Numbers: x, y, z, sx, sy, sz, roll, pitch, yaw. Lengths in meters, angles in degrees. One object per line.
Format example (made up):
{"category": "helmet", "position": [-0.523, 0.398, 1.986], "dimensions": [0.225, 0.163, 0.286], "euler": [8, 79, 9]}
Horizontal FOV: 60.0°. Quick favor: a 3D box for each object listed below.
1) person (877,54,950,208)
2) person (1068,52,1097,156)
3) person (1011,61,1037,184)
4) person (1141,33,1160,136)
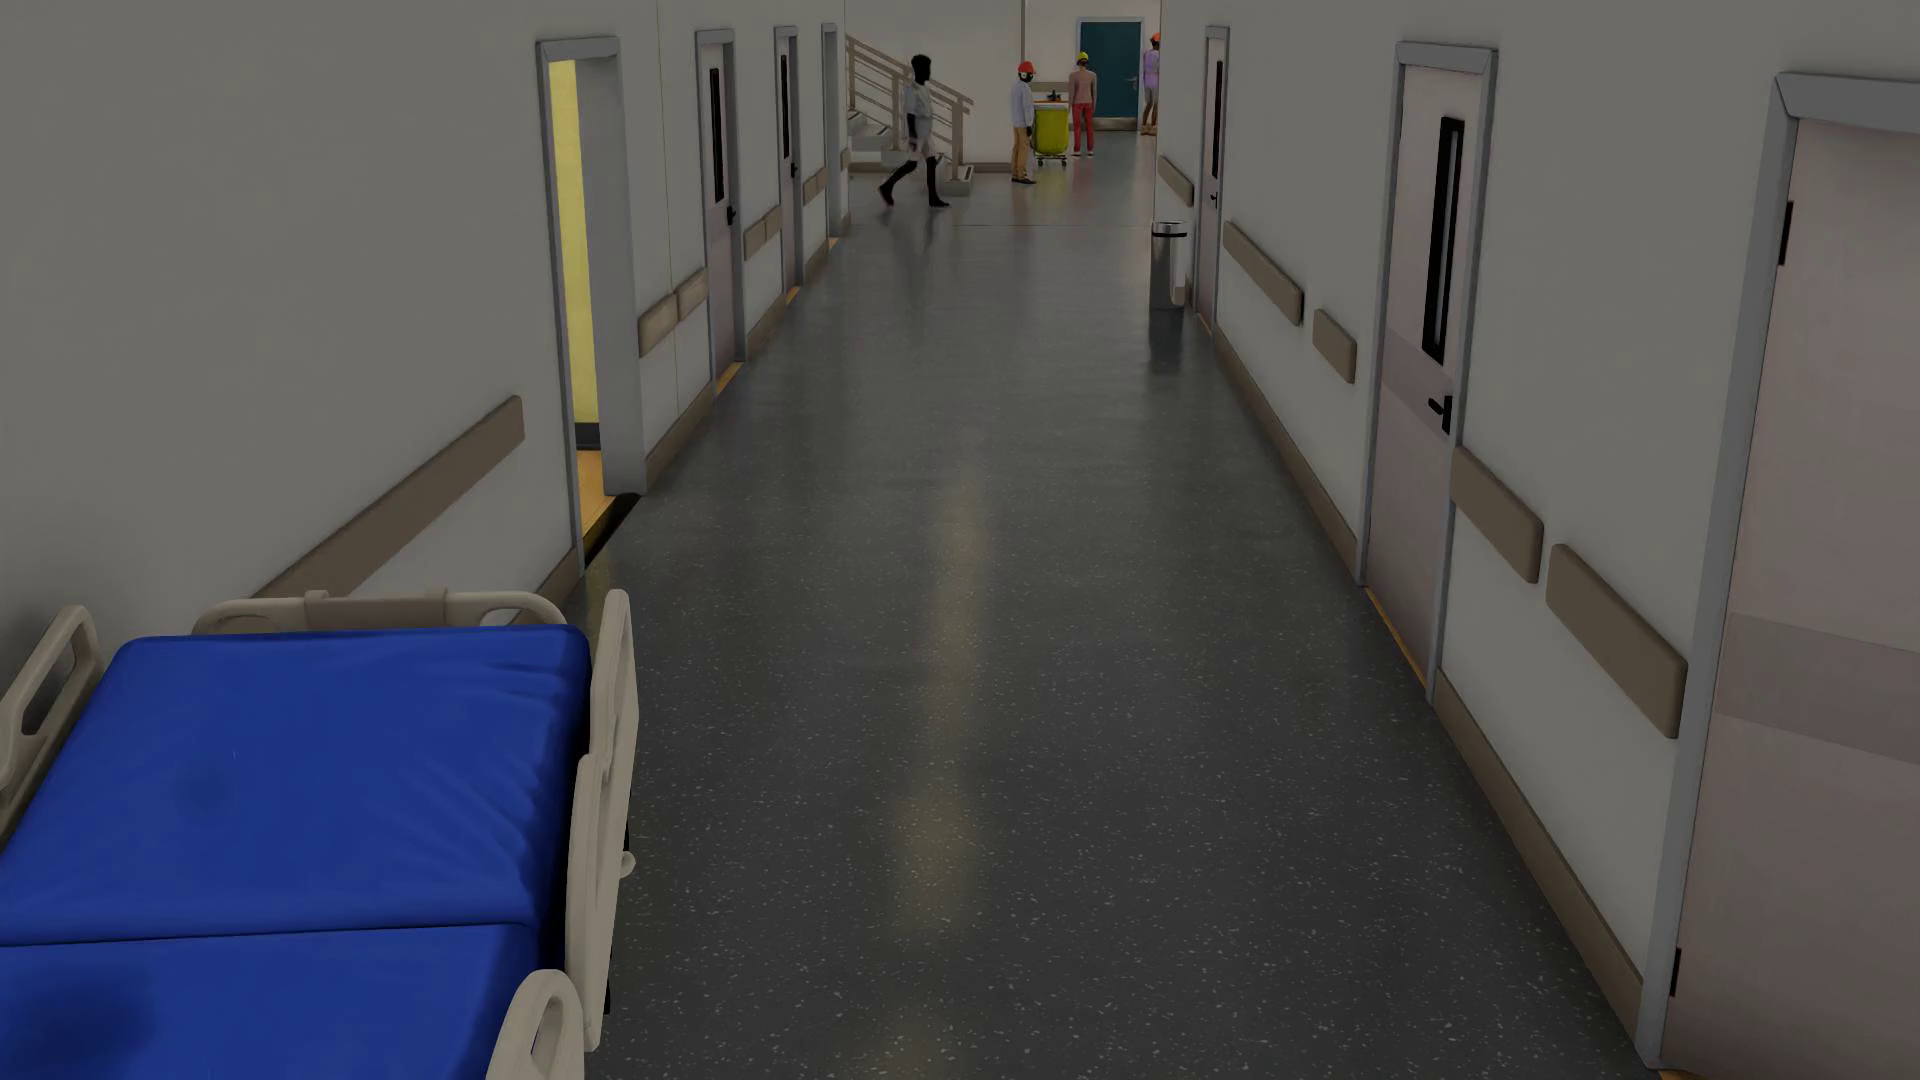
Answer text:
{"category": "person", "position": [-0.607, -5.217, 21.276], "dimensions": [0.888, 1.939, 0.614], "euler": [6, 19, 19]}
{"category": "person", "position": [2.124, -7.600, 29.024], "dimensions": [0.533, 1.767, 0.327], "euler": [-6, 18, -17]}
{"category": "person", "position": [0.940, -6.095, 24.317], "dimensions": [0.337, 1.748, 0.572], "euler": [-6, 19, -18]}
{"category": "person", "position": [3.956, -9.235, 33.744], "dimensions": [0.409, 2.029, 0.615], "euler": [-10, 20, -29]}
